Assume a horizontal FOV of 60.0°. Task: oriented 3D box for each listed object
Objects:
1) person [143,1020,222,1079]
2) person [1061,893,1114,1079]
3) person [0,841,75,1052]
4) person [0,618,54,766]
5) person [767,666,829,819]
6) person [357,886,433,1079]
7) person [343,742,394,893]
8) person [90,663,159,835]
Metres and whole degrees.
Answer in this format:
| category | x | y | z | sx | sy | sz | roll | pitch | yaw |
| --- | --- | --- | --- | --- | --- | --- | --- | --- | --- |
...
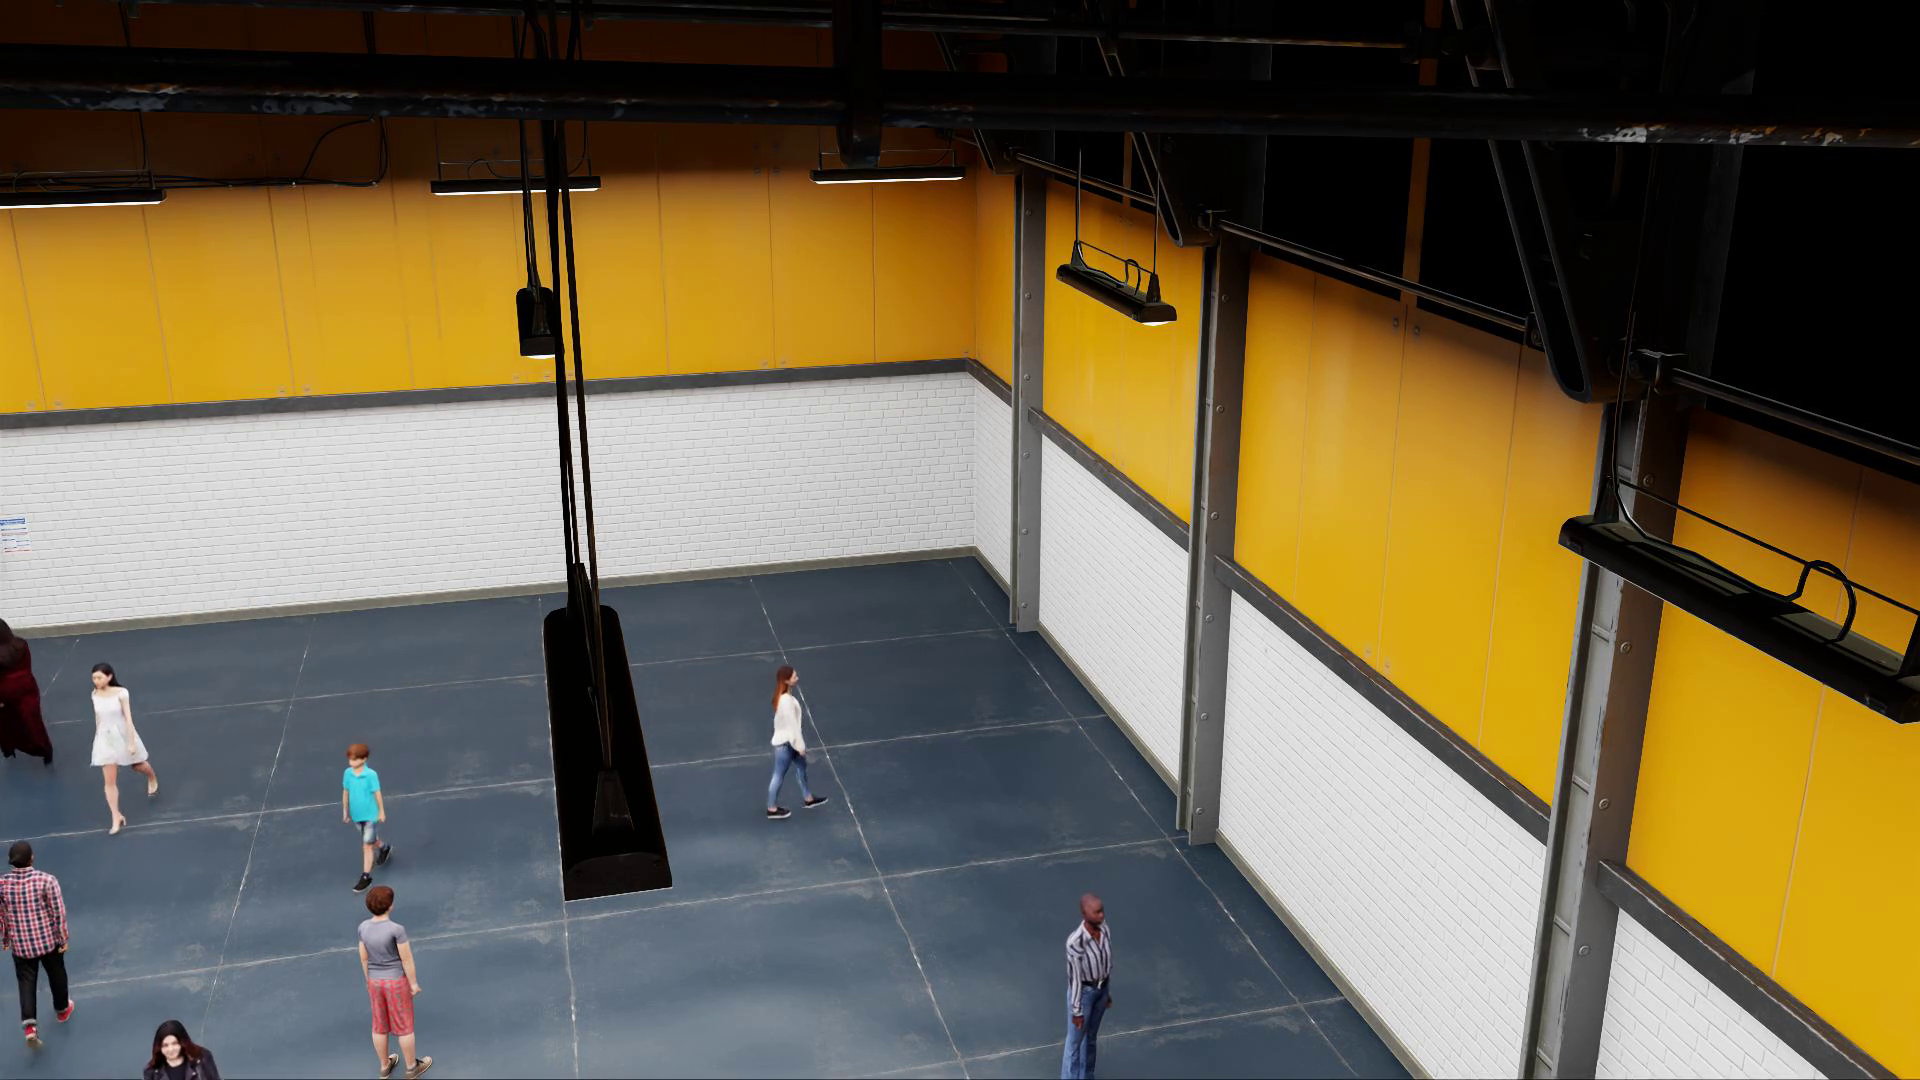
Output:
| category | x | y | z | sx | sy | sz | roll | pitch | yaw |
| --- | --- | --- | --- | --- | --- | --- | --- | --- | --- |
| person | -5.352 | 4.016 | 11.544 | 0.836 | 1.592 | 1.162 | -11 | 21 | -28 |
| person | 0.969 | 3.507 | 12.738 | 0.723 | 1.795 | 0.705 | 16 | 24 | 38 |
| person | -7.535 | 3.277 | 13.492 | 0.716 | 1.750 | 1.022 | -6 | 20 | -17 |
| person | -10.308 | 1.697 | 18.227 | 1.177 | 1.721 | 1.032 | 15 | 24 | 38 |
| person | -1.874 | 2.101 | 17.109 | 0.735 | 1.669 | 0.832 | -3 | 19 | -9 |
| person | -4.485 | 3.477 | 13.051 | 0.666 | 1.651 | 0.659 | 3 | 19 | 9 |
| person | -5.696 | 2.591 | 16.037 | 0.854 | 1.425 | 1.037 | 6 | 19 | 16 |
| person | -8.592 | 2.068 | 17.097 | 0.841 | 1.740 | 1.220 | 0 | 19 | 1 |
